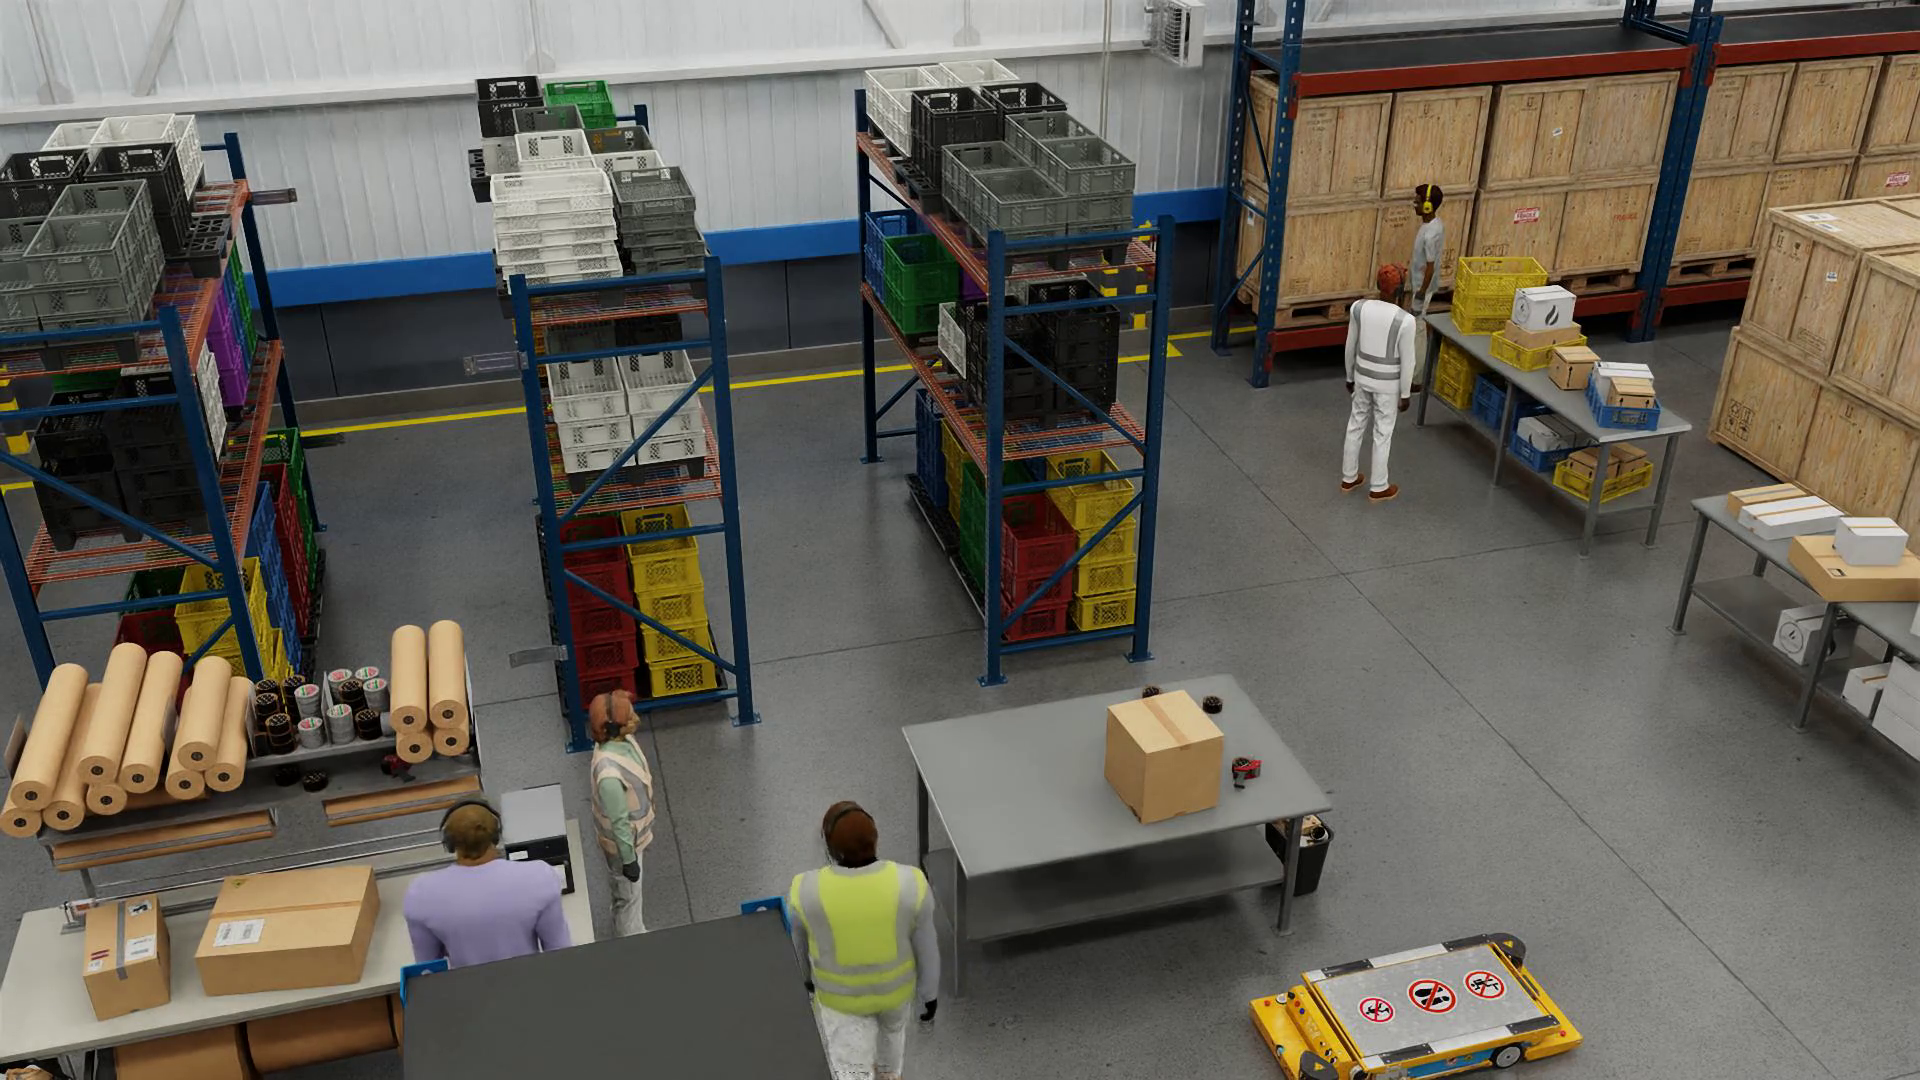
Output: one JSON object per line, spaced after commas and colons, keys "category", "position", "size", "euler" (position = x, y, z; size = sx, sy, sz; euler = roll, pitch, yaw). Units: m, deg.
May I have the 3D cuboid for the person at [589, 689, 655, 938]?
{"category": "person", "position": [-1.623, 1.438, 8.100], "size": [0.308, 1.644, 0.514], "euler": [-5, 29, -8]}

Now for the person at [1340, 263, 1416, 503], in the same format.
{"category": "person", "position": [3.180, -1.191, 12.640], "size": [0.356, 1.883, 0.572], "euler": [-25, 38, -38]}

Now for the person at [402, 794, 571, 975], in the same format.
{"category": "person", "position": [-1.934, 1.890, 6.987], "size": [0.630, 1.932, 0.365], "euler": [-4, 29, -8]}

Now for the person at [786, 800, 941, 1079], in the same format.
{"category": "person", "position": [-0.404, 1.906, 7.112], "size": [0.630, 1.800, 0.931], "euler": [-5, 29, -9]}

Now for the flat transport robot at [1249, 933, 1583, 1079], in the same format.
{"category": "flat transport robot", "position": [2.184, 2.282, 7.980], "size": [1.431, 0.197, 0.652], "euler": [-8, 30, -14]}

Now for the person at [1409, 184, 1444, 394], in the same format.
{"category": "person", "position": [3.994, -2.172, 14.443], "size": [0.309, 1.864, 0.535], "euler": [8, 30, 15]}
